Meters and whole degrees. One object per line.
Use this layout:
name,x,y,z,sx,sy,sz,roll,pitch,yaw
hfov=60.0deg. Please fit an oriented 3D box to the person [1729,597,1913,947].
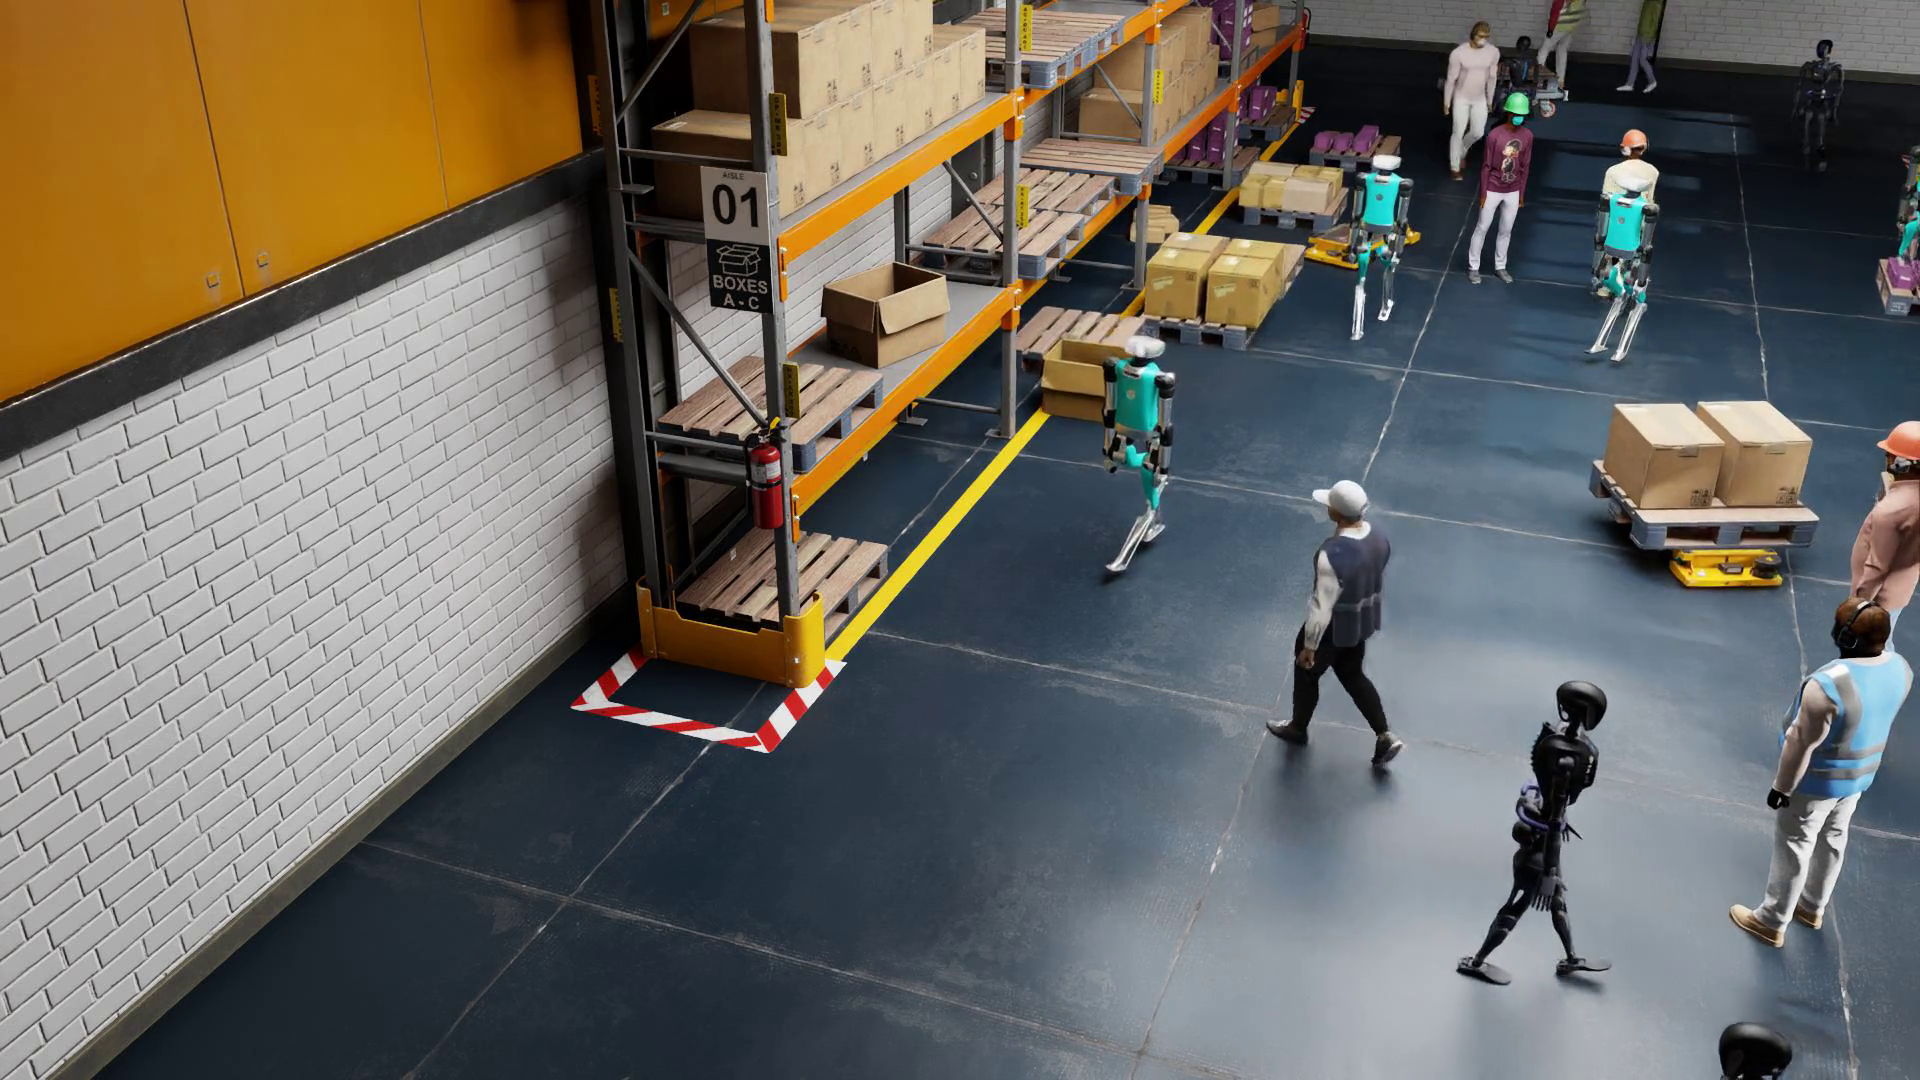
person,4.095,1.103,7.905,0.624,1.839,0.430,-13,30,-24

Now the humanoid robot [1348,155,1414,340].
humanoid robot,3.978,-2.813,15.641,0.541,1.771,0.977,12,30,23

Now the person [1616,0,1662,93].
person,10.246,-7.509,24.838,0.519,1.623,0.517,-2,27,-4

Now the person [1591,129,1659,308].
person,6.463,-3.092,16.161,0.573,1.723,0.611,-6,28,-11

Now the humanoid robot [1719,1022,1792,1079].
humanoid robot,2.660,2.324,5.761,0.769,1.638,0.608,8,28,15

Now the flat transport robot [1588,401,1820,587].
flat transport robot,5.241,-0.074,11.893,0.659,0.231,1.431,-1,27,-1

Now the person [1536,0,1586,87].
person,9.038,-7.721,25.065,0.733,1.802,0.484,-15,31,-27

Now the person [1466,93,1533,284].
person,5.487,-3.556,16.832,0.486,1.942,0.436,-2,27,-5

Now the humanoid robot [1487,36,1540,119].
humanoid robot,6.927,-5.471,20.836,0.608,1.652,0.502,-6,28,-12

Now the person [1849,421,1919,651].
person,5.151,0.268,9.350,0.621,1.991,0.394,-21,34,-35

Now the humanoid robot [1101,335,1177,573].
humanoid robot,1.304,-0.630,11.399,0.545,1.744,1.038,18,33,32

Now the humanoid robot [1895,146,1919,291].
humanoid robot,9.464,-3.231,16.441,0.561,1.800,0.821,5,28,9

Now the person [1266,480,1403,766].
person,2.152,0.466,9.247,0.742,1.730,0.749,-20,34,-34

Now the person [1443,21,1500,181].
person,6.236,-5.390,20.403,0.649,1.920,0.507,-1,27,-3

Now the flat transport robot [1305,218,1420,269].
flat transport robot,4.355,-3.237,18.029,0.659,0.231,1.431,22,35,36

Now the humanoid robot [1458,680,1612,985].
humanoid robot,2.736,1.368,7.569,0.677,1.638,0.592,10,29,19

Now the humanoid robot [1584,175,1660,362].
humanoid robot,5.940,-2.432,14.720,0.735,1.677,0.533,-22,34,-36

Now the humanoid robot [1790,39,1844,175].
humanoid robot,10.686,-5.384,20.664,0.435,1.634,0.614,-23,35,-37
